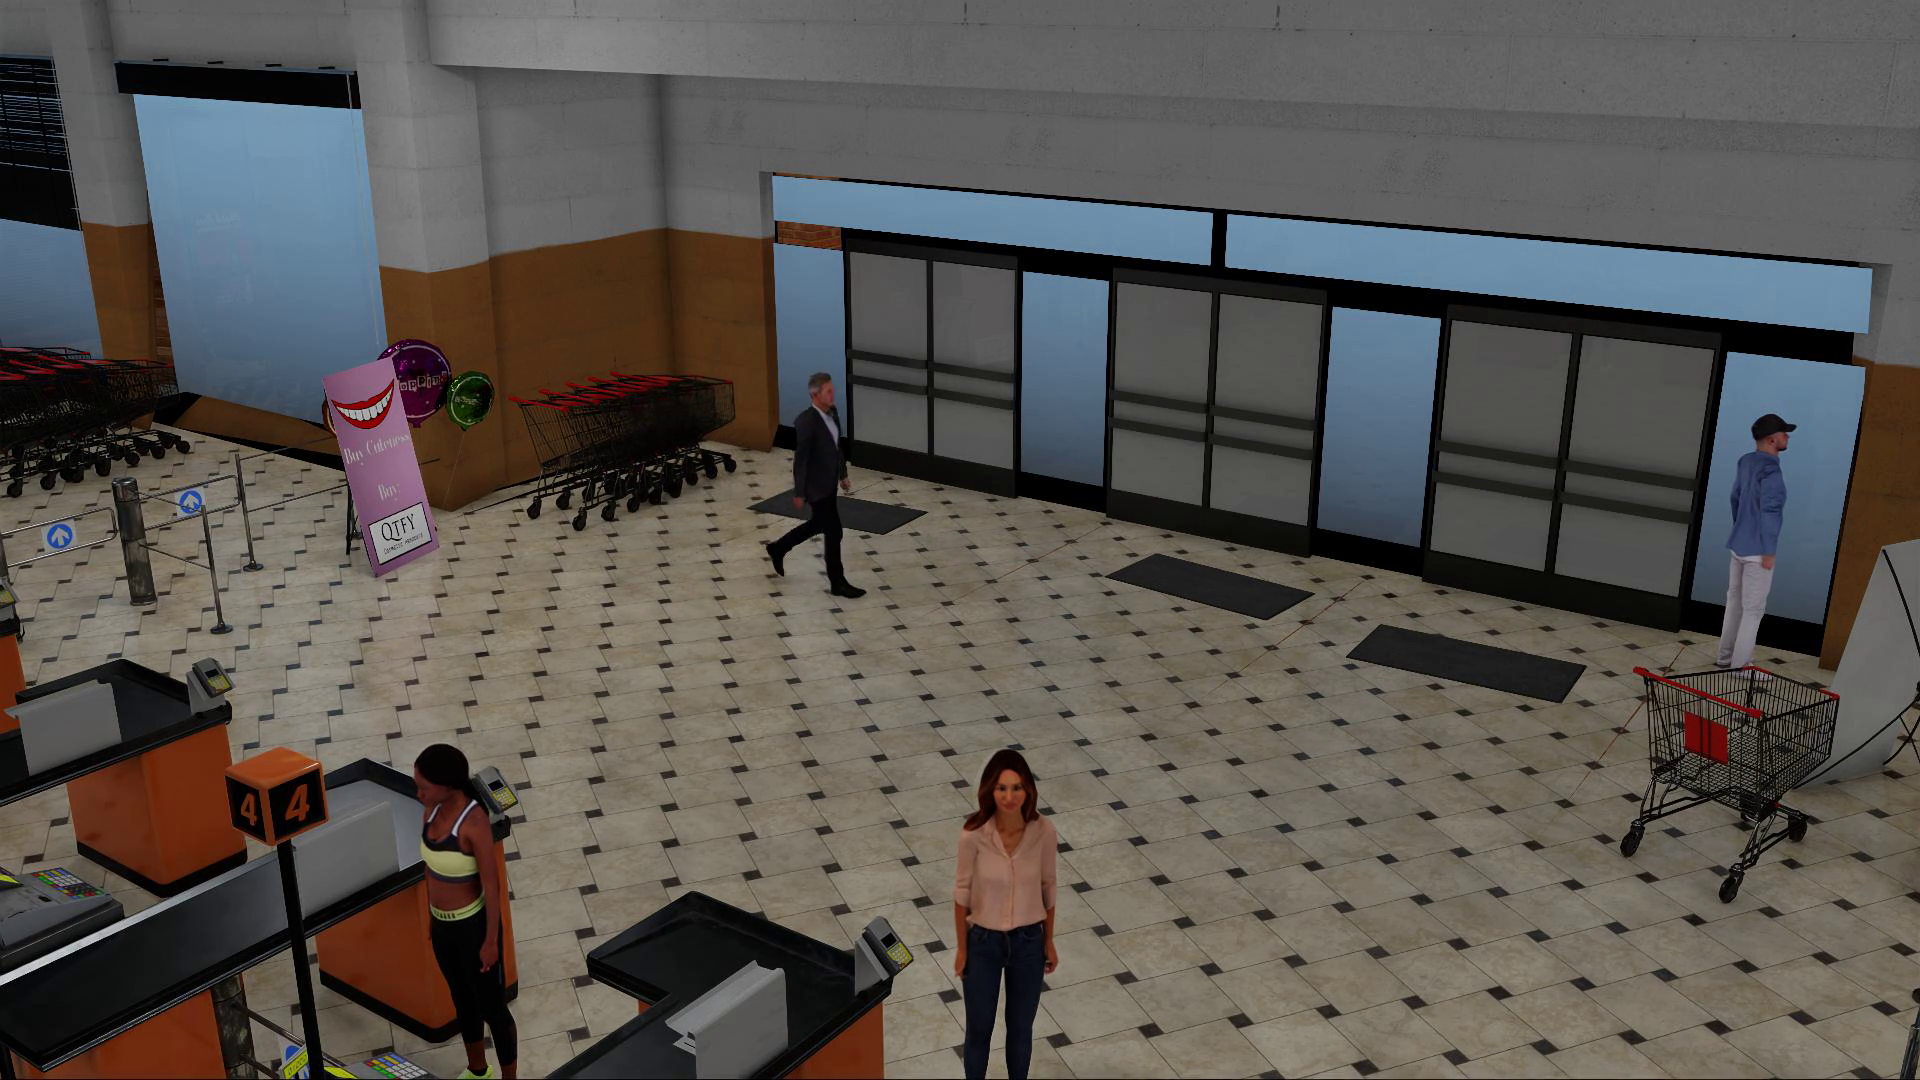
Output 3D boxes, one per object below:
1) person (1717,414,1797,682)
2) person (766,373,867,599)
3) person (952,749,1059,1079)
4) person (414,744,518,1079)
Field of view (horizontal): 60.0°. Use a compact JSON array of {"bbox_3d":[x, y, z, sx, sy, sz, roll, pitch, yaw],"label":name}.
[{"bbox_3d":[5.557,0.036,11.635,0.803,1.887,0.703,0,19,1],"label":"person"},{"bbox_3d":[-1.177,-0.442,13.178,0.998,1.807,1.167,5,19,15],"label":"person"},{"bbox_3d":[0.181,1.679,6.912,0.669,1.792,0.720,-2,19,-6],"label":"person"},{"bbox_3d":[-2.084,1.648,7.064,0.569,1.754,0.508,14,23,35],"label":"person"}]
